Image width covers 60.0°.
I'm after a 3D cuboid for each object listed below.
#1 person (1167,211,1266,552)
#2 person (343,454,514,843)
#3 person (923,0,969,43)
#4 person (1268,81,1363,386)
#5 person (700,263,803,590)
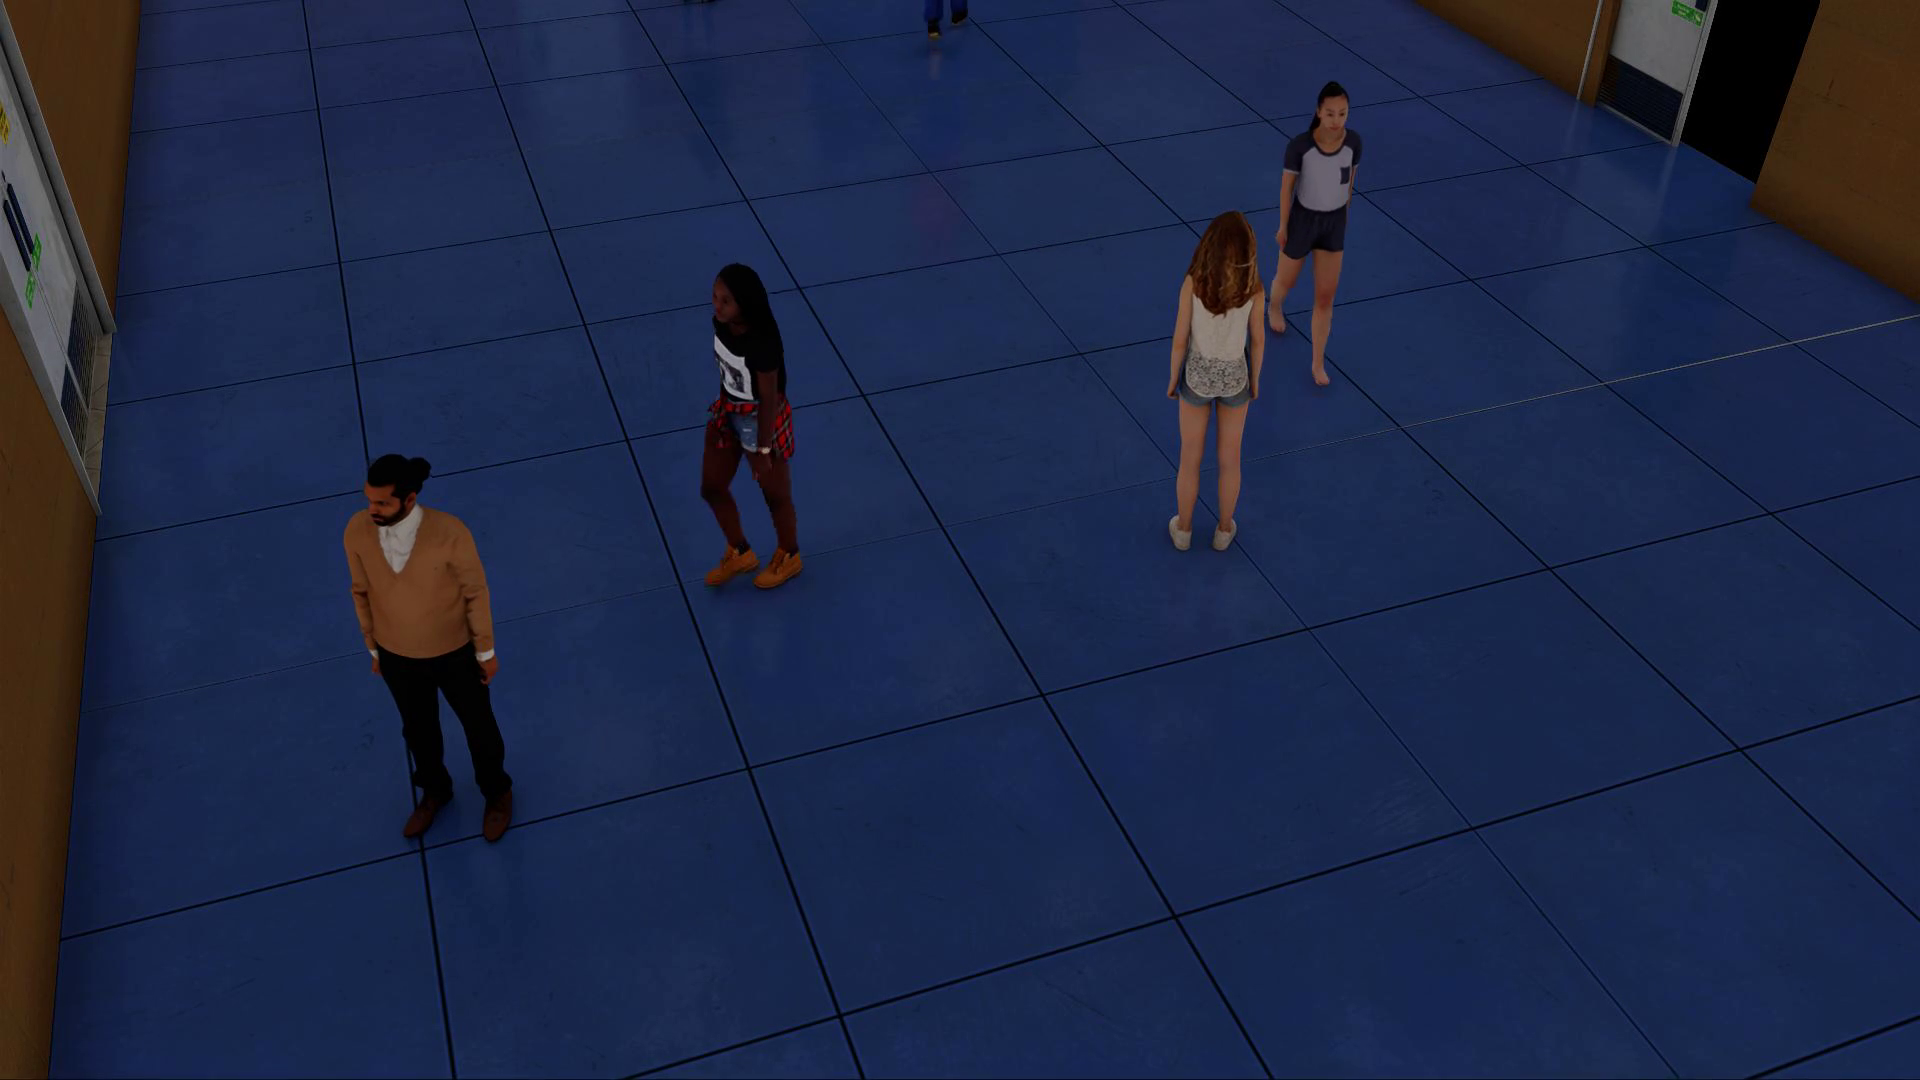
[{"bbox_3d":[1.188,-0.705,7.738,0.591,1.759,0.711,4,37,5],"label":"person"},{"bbox_3d":[-1.995,0.398,6.275,0.682,1.752,0.806,3,37,4],"label":"person"},{"bbox_3d":[-0.121,-4.881,13.245,1.243,1.828,1.171,7,38,10],"label":"person"},{"bbox_3d":[1.928,-1.754,9.263,1.079,1.606,0.855,-4,37,-5],"label":"person"},{"bbox_3d":[-0.855,-0.512,7.521,0.786,1.712,0.734,-28,45,-32],"label":"person"}]
